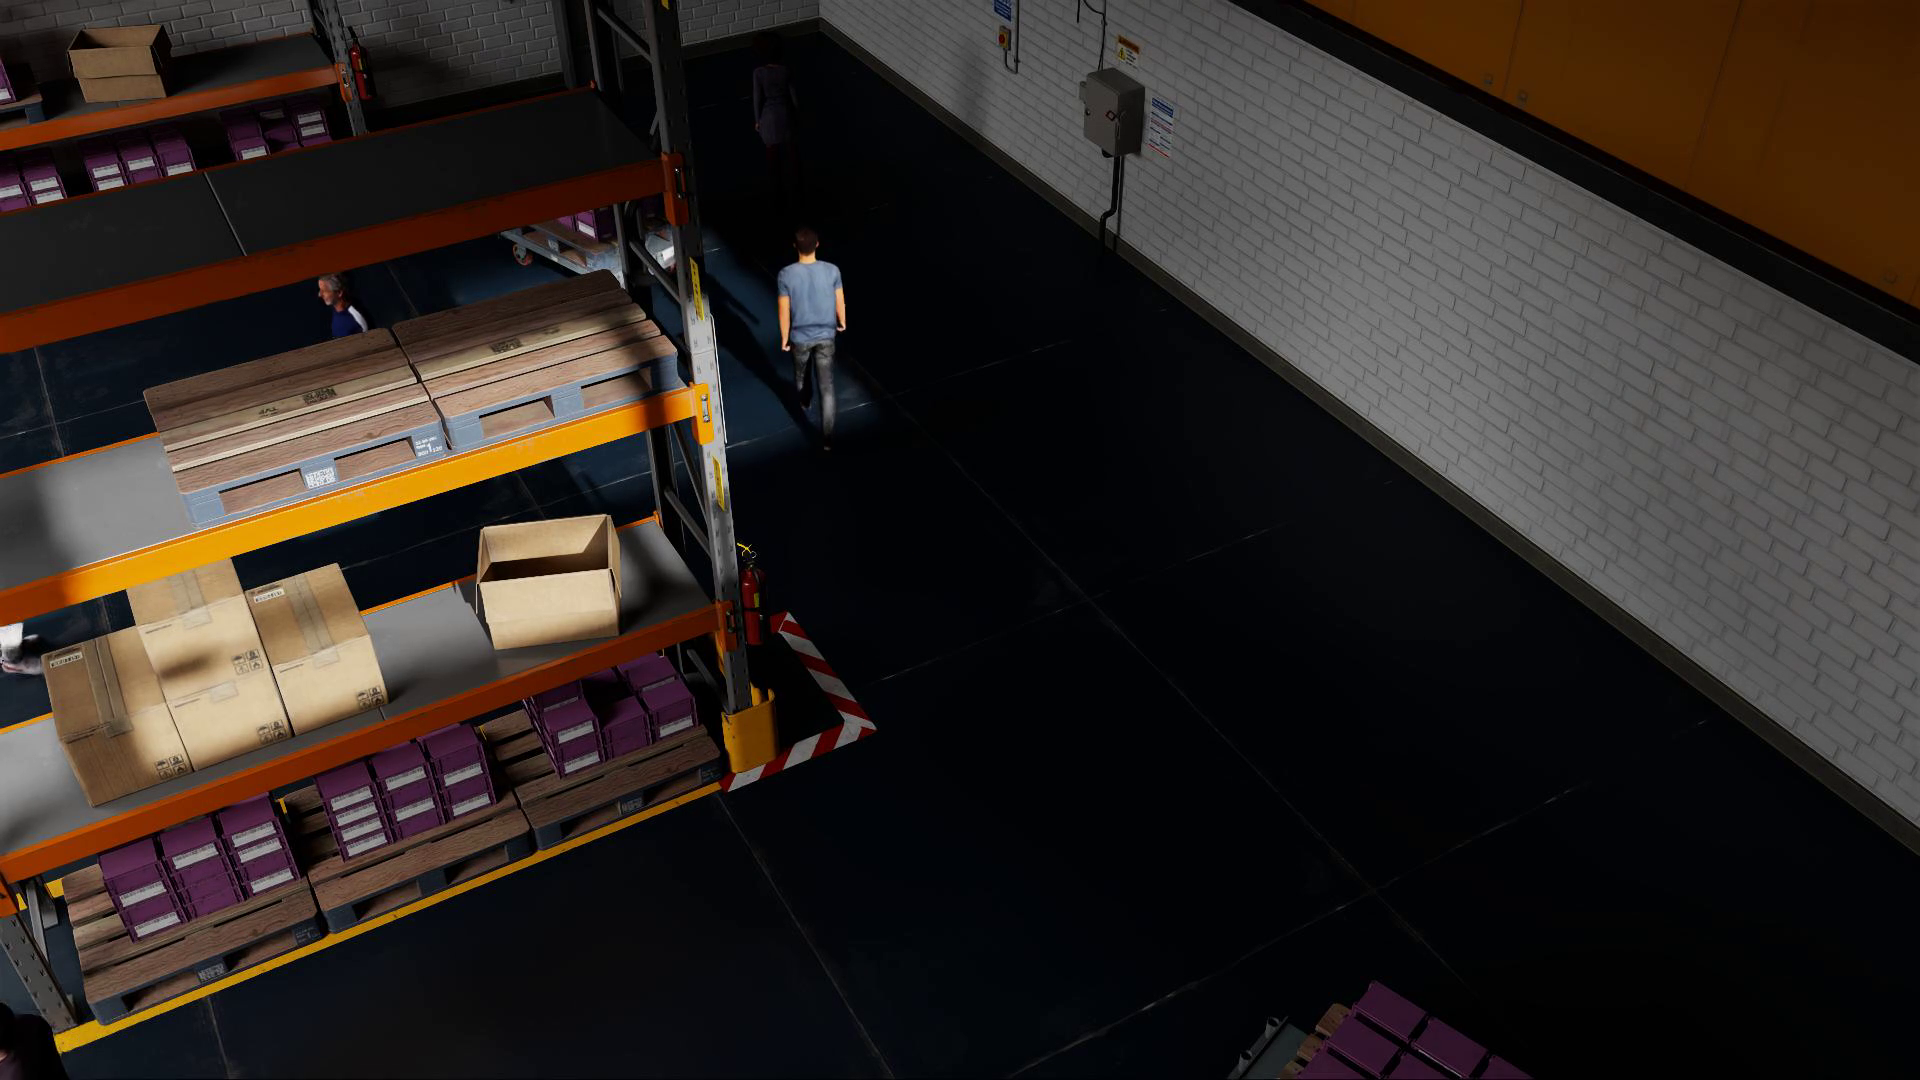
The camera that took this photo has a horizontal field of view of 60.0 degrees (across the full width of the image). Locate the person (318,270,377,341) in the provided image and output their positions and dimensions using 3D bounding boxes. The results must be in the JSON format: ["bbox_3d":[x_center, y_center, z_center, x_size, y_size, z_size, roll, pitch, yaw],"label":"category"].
[{"bbox_3d":[-4.310,-1.228,12.293,1.185,1.781,0.761,-26,45,-29],"label":"person"}]

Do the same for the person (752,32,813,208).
[{"bbox_3d":[-1.710,-3.981,15.799,0.567,1.708,0.745,-9,39,-11],"label":"person"}]

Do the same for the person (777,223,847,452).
[{"bbox_3d":[-1.105,-1.505,12.657,1.186,1.761,0.995,-7,39,-8],"label":"person"}]
